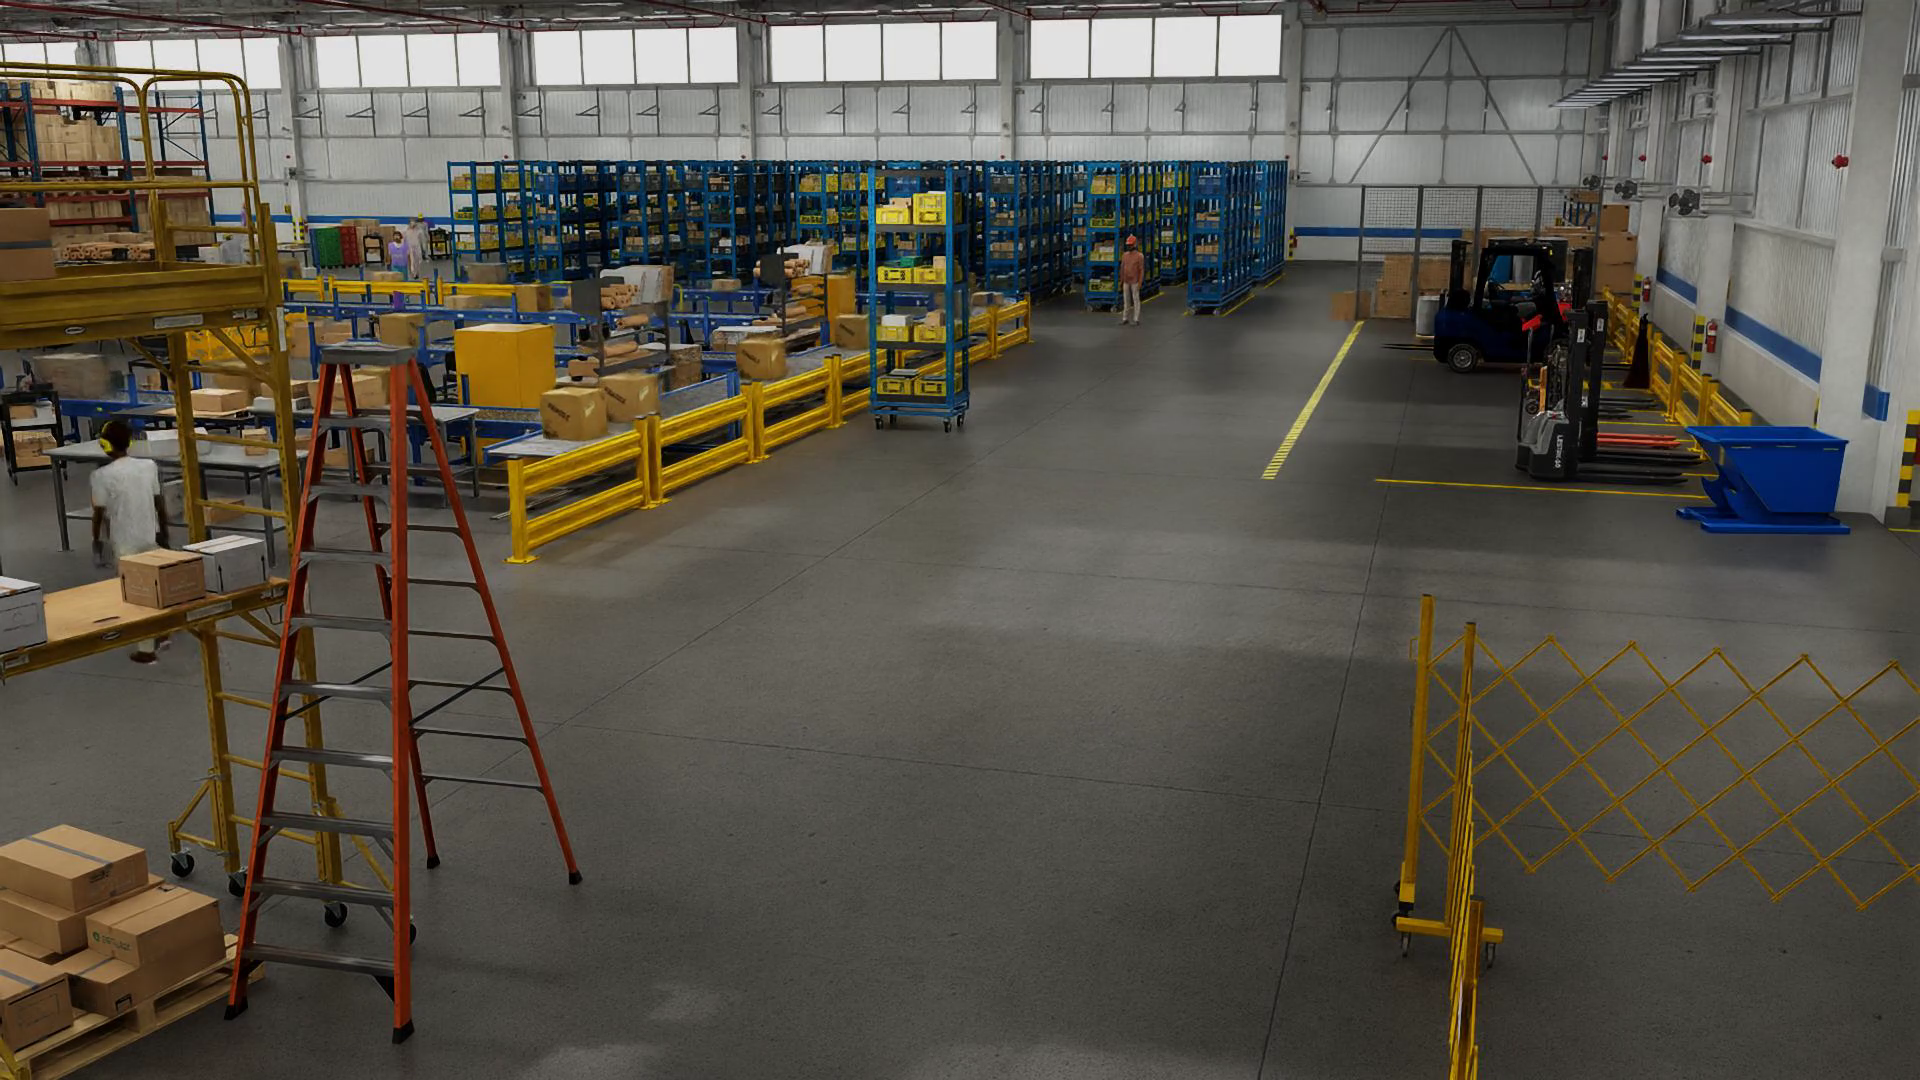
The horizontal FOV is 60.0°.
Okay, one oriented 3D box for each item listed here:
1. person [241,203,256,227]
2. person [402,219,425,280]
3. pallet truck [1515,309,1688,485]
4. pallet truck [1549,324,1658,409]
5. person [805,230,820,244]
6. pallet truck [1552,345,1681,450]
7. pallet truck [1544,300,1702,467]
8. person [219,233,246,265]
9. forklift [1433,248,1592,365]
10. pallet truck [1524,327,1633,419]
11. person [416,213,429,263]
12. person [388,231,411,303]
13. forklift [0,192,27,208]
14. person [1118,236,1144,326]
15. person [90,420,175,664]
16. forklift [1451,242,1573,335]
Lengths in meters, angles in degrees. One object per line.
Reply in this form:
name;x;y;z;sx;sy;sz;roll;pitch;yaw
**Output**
person;-28.319;-12.486;66.295;0.404;1.922;0.578;6;14;23
person;-16.874;-9.000;51.406;0.650;1.857;0.999;-7;15;-27
pallet truck;7.554;-1.677;19.446;1.885;1.965;0.823;3;13;14
pallet truck;9.824;-2.669;25.407;1.601;1.201;0.680;4;14;16
person;-3.867;-7.370;44.392;0.404;1.834;0.589;12;18;43
pallet truck;8.641;-1.896;21.908;1.630;1.274;0.653;4;14;16
pallet truck;8.263;-1.952;20.631;1.885;1.965;0.823;5;14;20
person;-19.500;-7.381;44.539;0.618;1.784;0.721;-11;17;-39
forklift;9.780;-4.111;29.280;2.680;1.987;1.157;3;13;14
pallet truck;9.065;-2.460;24.370;1.522;1.261;0.704;3;13;14
person;-19.145;-10.737;59.160;0.485;1.734;0.346;-8;15;-31
person;-14.501;-7.076;43.092;0.563;1.847;0.390;-1;13;-5
forklift;-28.846;-9.364;50.723;1.129;2.768;1.873;-1;13;-6
person;3.840;-5.804;37.269;0.614;1.997;0.374;11;17;39
person;-6.186;0.024;12.413;0.412;1.853;0.562;9;16;34
forklift;10.464;-4.597;31.405;2.680;1.987;1.157;4;14;16
